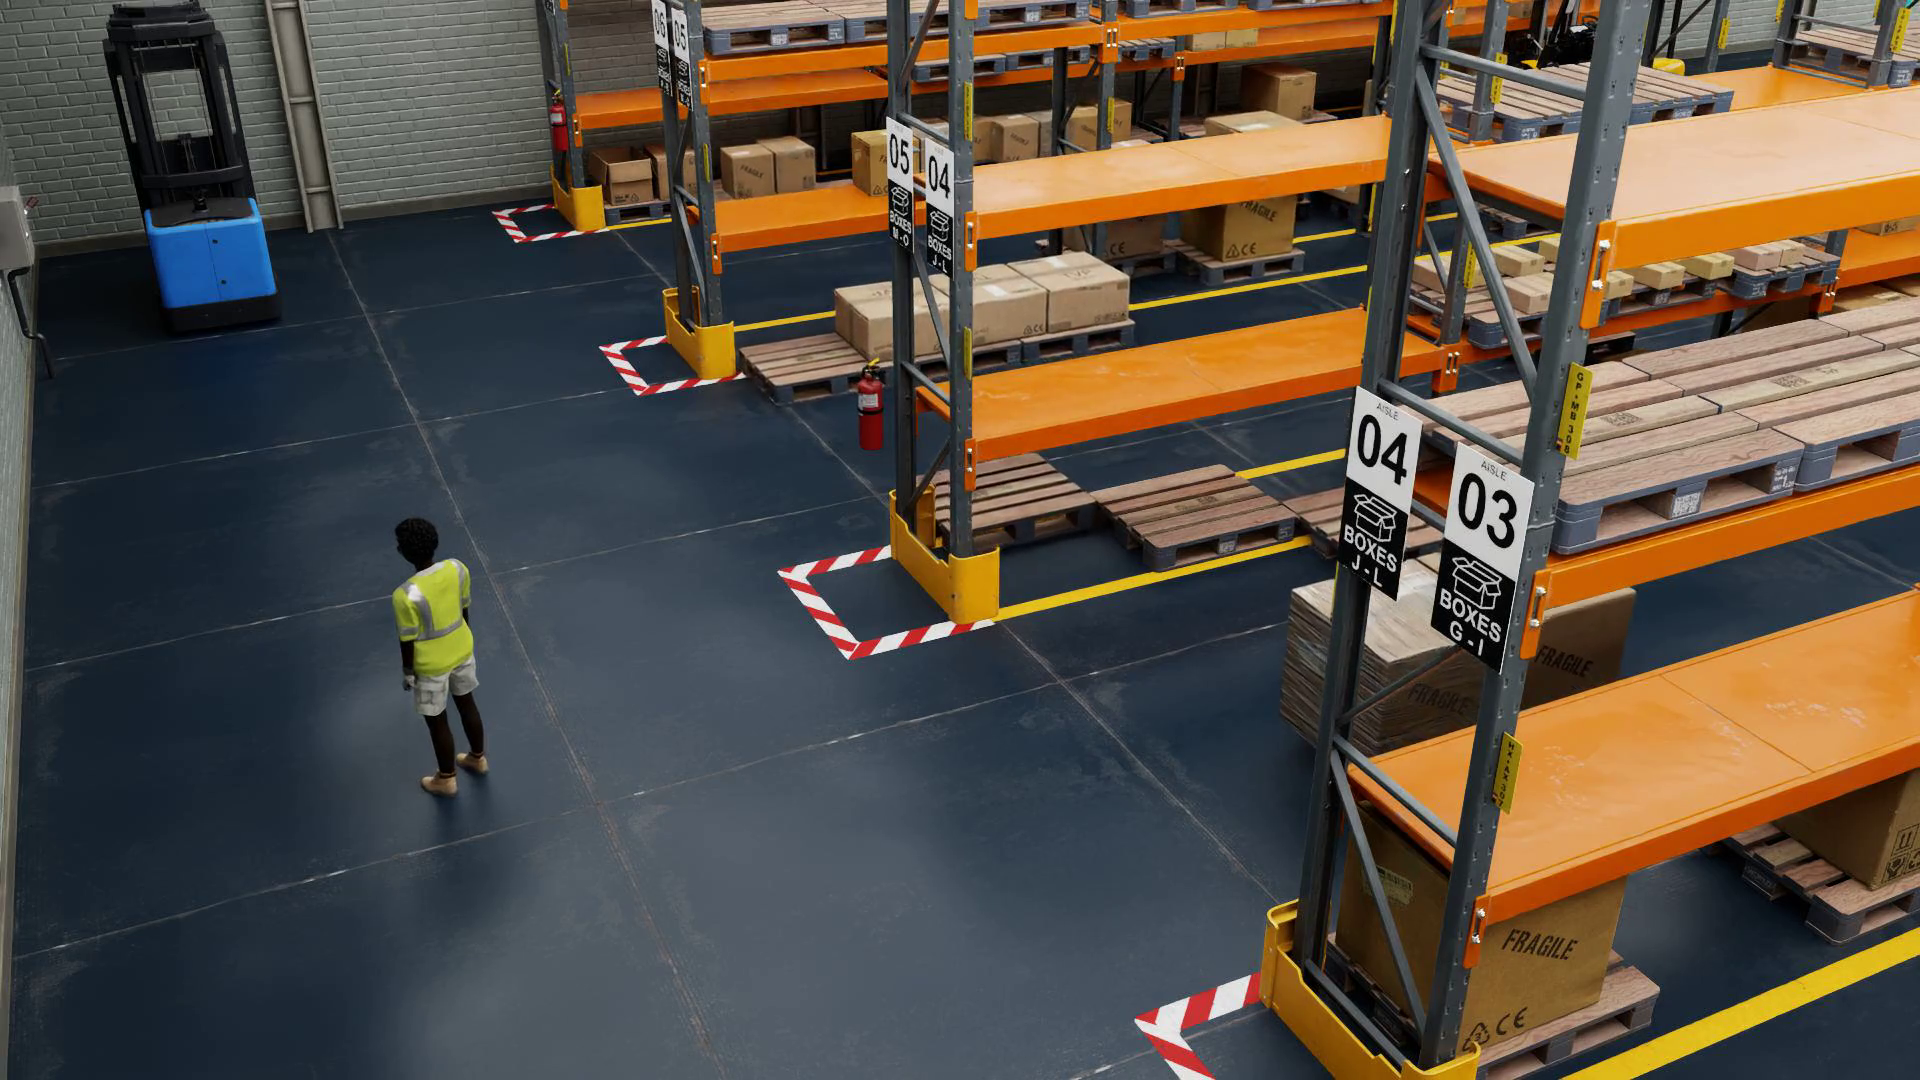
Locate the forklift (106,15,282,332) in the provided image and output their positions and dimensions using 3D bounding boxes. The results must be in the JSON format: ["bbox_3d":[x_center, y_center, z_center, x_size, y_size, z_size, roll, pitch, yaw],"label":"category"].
[{"bbox_3d":[-7.548,-3.672,16.323,1.129,2.768,1.873,-12,30,-22],"label":"forklift"}]

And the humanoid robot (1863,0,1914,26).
[{"bbox_3d":[14.443,-8.047,25.903,0.562,1.728,0.990,-23,36,-37],"label":"humanoid robot"}]

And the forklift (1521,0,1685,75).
[{"bbox_3d":[8.950,-6.807,23.056,1.214,2.155,2.313,-12,30,-22],"label":"forklift"}]

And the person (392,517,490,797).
[{"bbox_3d":[-2.911,0.652,9.311,0.319,1.690,0.538,13,30,24],"label":"person"}]
